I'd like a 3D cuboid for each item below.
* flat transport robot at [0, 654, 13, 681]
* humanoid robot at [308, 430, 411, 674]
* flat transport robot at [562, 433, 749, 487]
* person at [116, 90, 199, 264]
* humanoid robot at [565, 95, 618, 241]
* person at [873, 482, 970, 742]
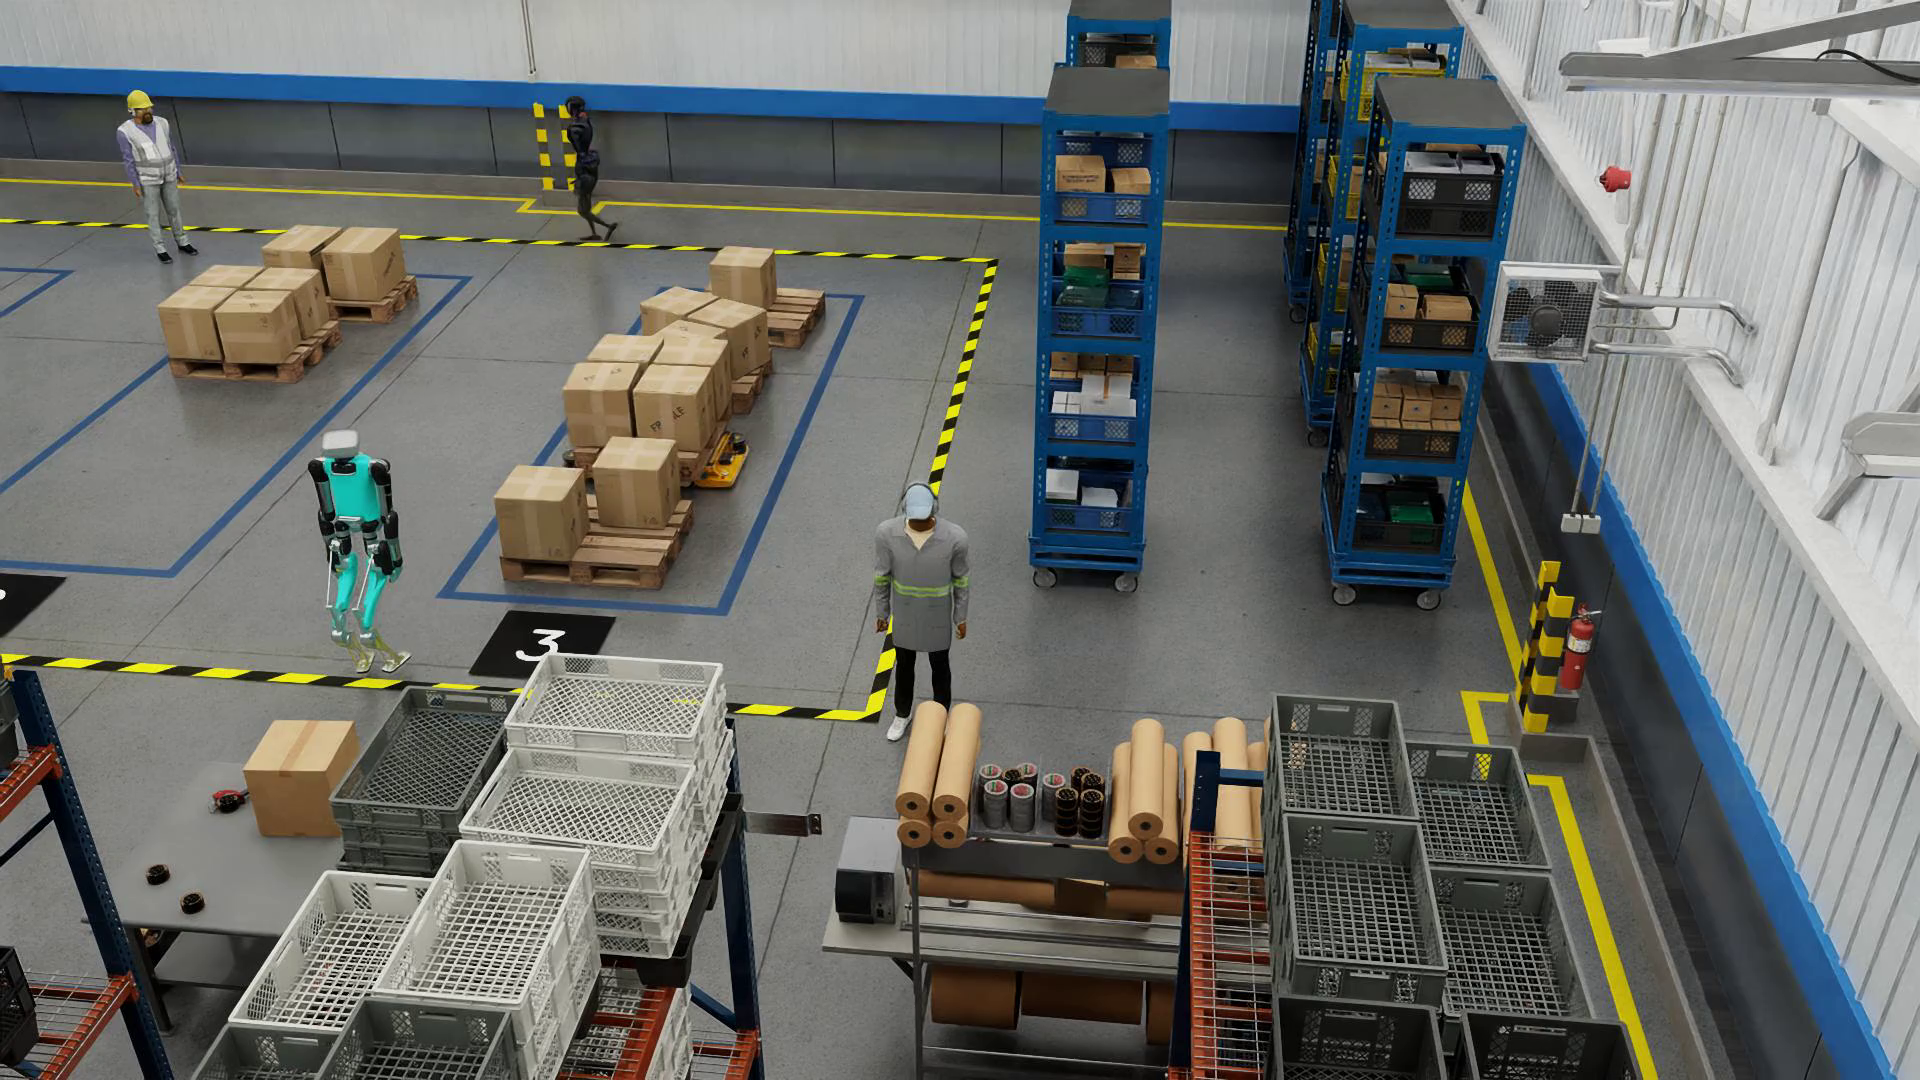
[{"bbox_3d":[-7.142,0.969,11.010,1.431,0.231,0.659,3,30,6],"label":"flat transport robot"},{"bbox_3d":[-3.954,0.167,10.792,0.533,1.678,0.735,3,30,6],"label":"humanoid robot"},{"bbox_3d":[-2.533,-0.706,13.858,1.431,0.197,0.652,3,30,6],"label":"flat transport robot"},{"bbox_3d":[-8.597,-3.895,17.804,0.404,1.837,0.590,20,35,30],"label":"person"},{"bbox_3d":[-4.051,-4.069,18.259,0.463,1.637,0.589,-2,30,-3],"label":"humanoid robot"},{"bbox_3d":[-0.243,0.460,10.310,0.599,1.850,0.390,4,30,6],"label":"person"}]
